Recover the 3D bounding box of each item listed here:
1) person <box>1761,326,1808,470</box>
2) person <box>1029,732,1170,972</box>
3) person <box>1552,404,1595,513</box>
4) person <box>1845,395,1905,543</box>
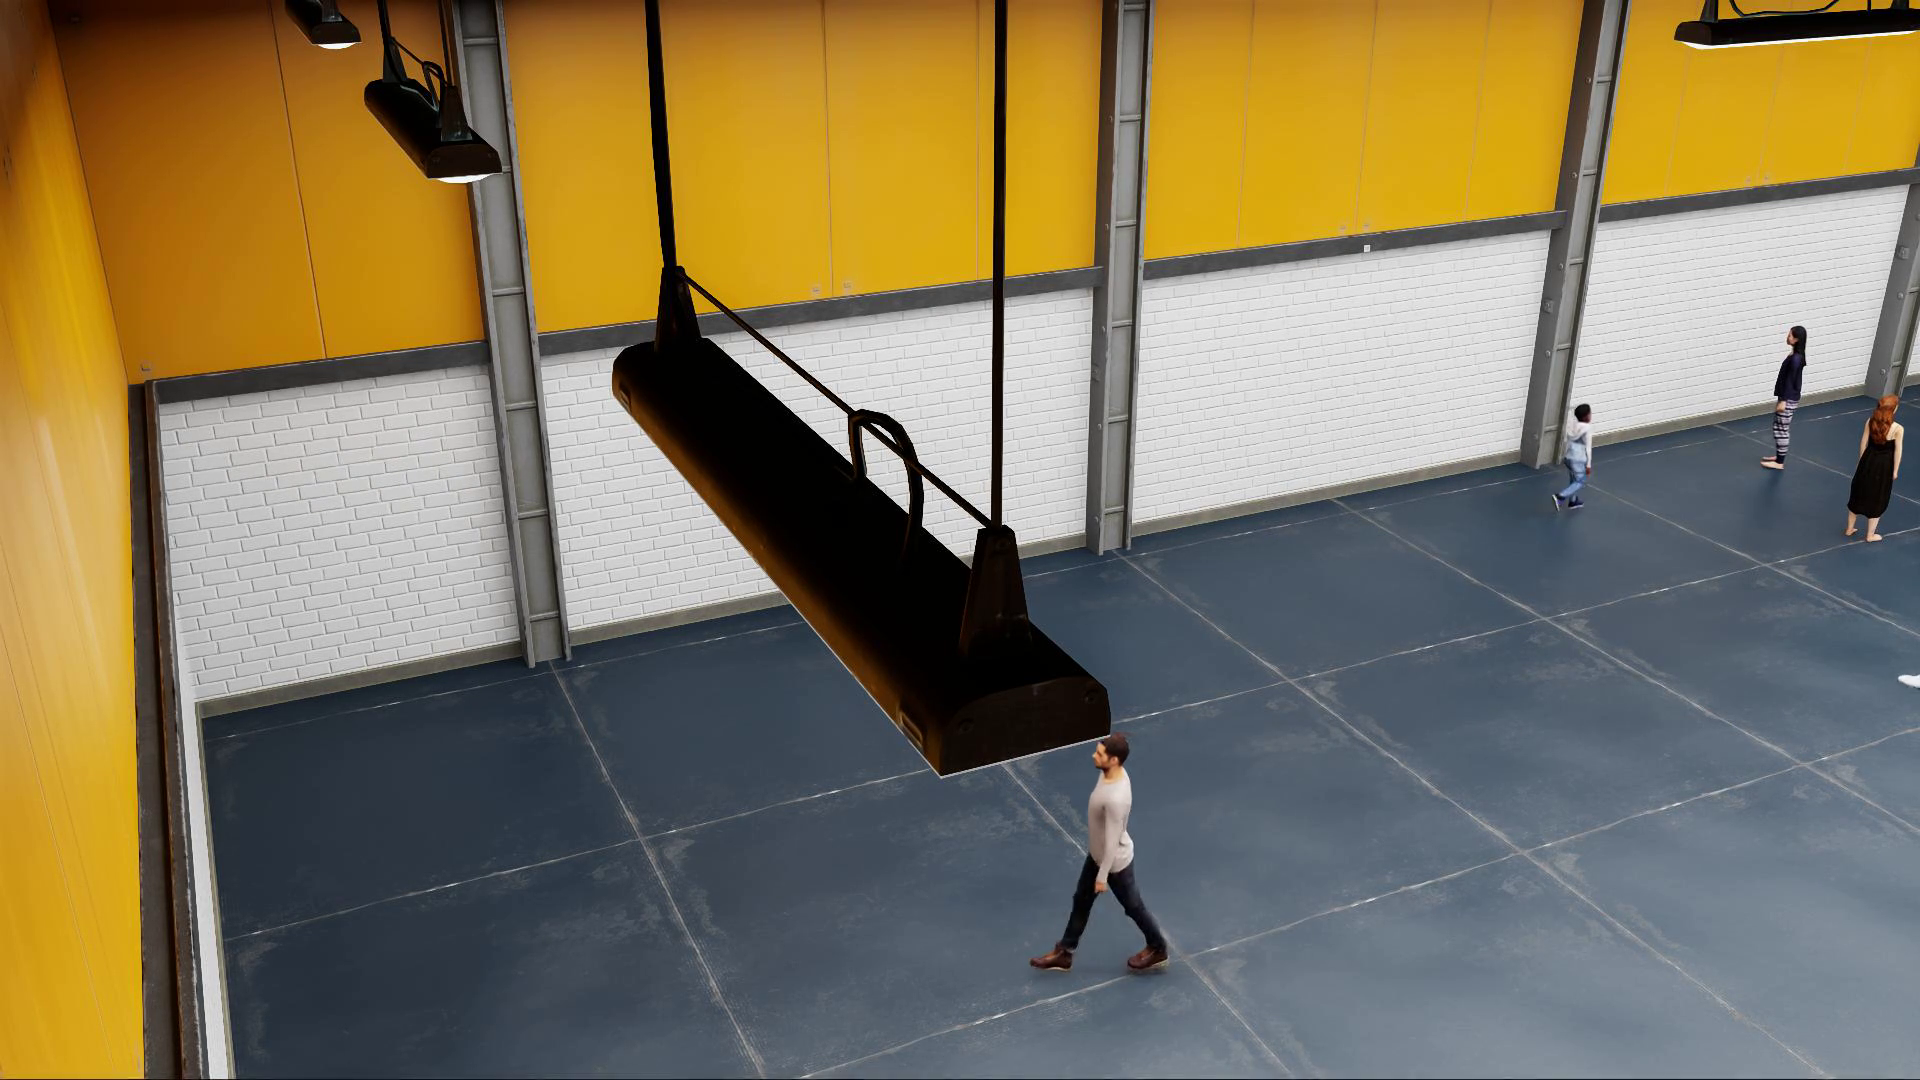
[{"bbox_3d":[9.828,-1.702,19.724,0.724,1.732,0.649,10,26,22],"label":"person"},{"bbox_3d":[1.084,2.101,10.913,1.267,1.823,0.915,-3,24,-6],"label":"person"},{"bbox_3d":[6.831,-0.898,18.487,0.747,1.250,0.511,-9,25,-19],"label":"person"},{"bbox_3d":[9.767,-0.777,17.744,0.643,1.625,0.624,-19,30,-36],"label":"person"}]
